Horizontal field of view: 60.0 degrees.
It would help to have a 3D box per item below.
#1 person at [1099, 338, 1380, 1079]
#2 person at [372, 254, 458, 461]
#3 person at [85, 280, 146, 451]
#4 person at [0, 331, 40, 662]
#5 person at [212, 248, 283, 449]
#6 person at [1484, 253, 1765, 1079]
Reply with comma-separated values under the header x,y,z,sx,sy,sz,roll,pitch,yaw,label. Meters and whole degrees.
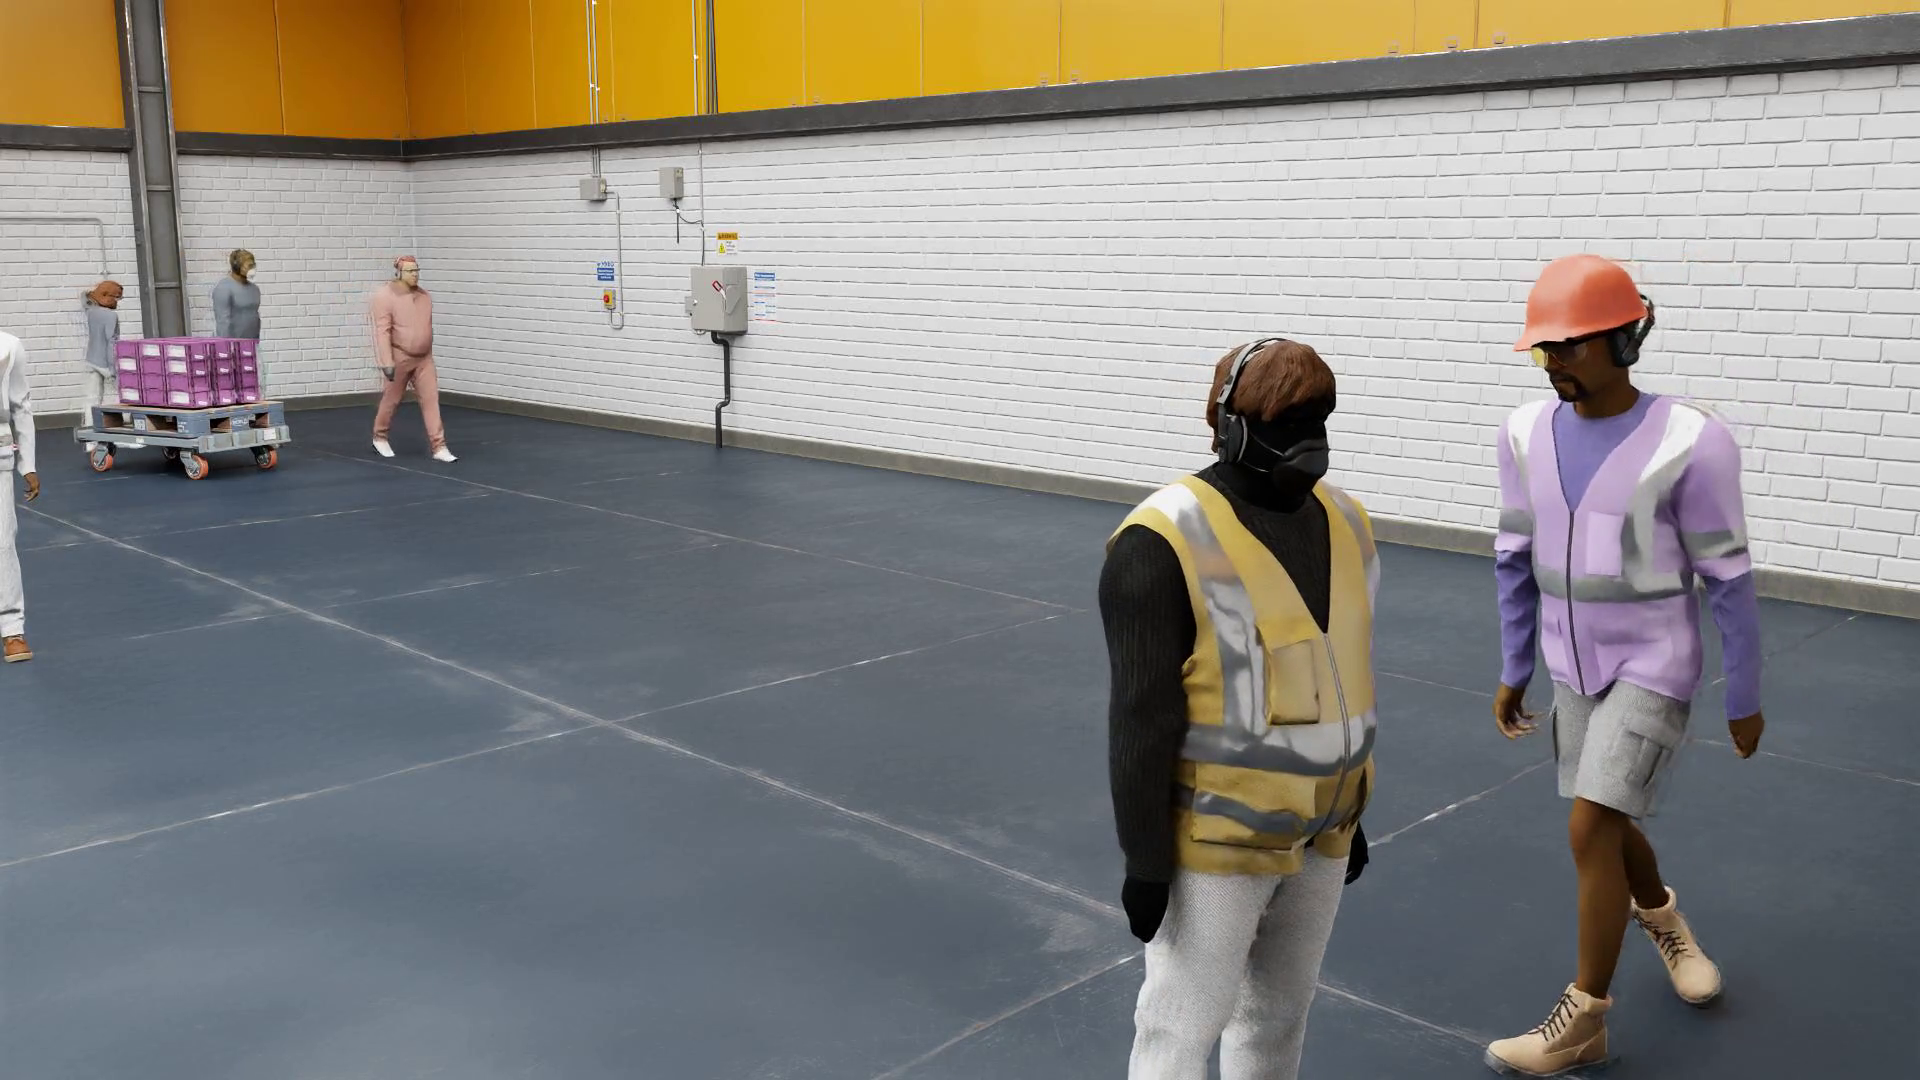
x,y,z,sx,sy,sz,roll,pitch,yaw,label
0.550,0.545,3.114,0.634,1.841,0.429,-8,13,-36,person
-5.017,-1.645,15.045,1.018,1.862,0.651,8,13,36,person
-8.009,-1.635,15.665,0.600,1.600,0.587,7,12,32,person
-4.663,-0.338,7.814,0.585,1.882,0.337,-6,12,-30,person
-6.897,-1.798,15.717,0.797,1.915,0.640,2,11,11,person
1.679,0.294,4.109,0.852,1.994,0.615,-6,12,-28,person
